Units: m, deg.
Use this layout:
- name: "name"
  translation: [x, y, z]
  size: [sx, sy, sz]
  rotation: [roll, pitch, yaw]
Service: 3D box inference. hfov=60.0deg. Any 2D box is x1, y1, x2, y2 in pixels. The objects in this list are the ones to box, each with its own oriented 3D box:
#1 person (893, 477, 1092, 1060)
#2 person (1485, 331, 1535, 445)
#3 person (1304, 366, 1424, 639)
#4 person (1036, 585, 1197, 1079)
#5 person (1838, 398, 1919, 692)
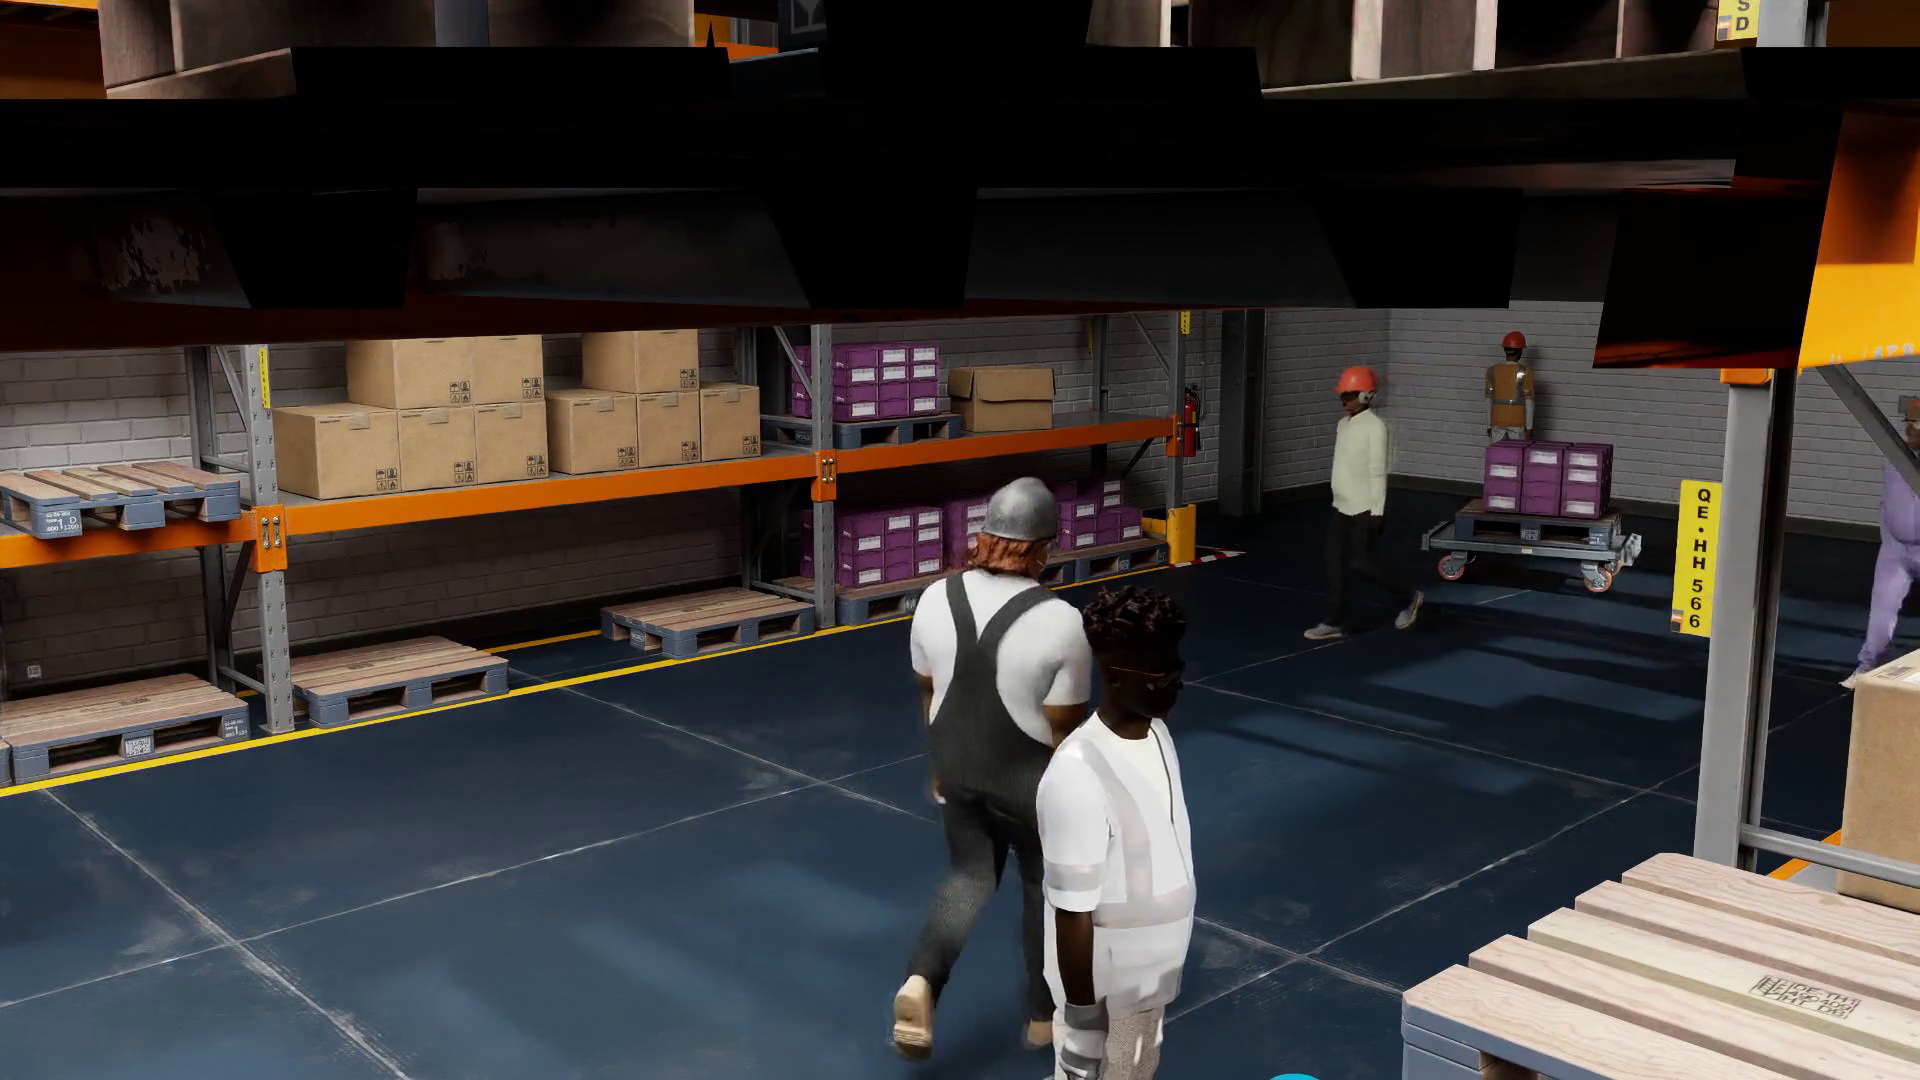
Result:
- name: "person"
  translation: [0.132, 0.776, 5.593]
  size: [0.689, 2.000, 0.763]
  rotation: [6, 11, 32]
- name: "person"
  translation: [5.895, -1.262, 17.831]
  size: [0.545, 1.938, 0.355]
  rotation: [9, 13, 41]
- name: "person"
  translation: [2.895, -0.257, 11.853]
  size: [0.783, 1.973, 0.621]
  rotation: [-2, 10, -14]
- name: "person"
  translation: [0.395, 1.068, 4.105]
  size: [0.361, 1.964, 0.616]
  rotation: [4, 11, 24]
- name: "person"
  translation: [6.070, 0.034, 10.488]
  size: [0.981, 1.866, 0.650]
  rotation: [-5, 11, -28]
